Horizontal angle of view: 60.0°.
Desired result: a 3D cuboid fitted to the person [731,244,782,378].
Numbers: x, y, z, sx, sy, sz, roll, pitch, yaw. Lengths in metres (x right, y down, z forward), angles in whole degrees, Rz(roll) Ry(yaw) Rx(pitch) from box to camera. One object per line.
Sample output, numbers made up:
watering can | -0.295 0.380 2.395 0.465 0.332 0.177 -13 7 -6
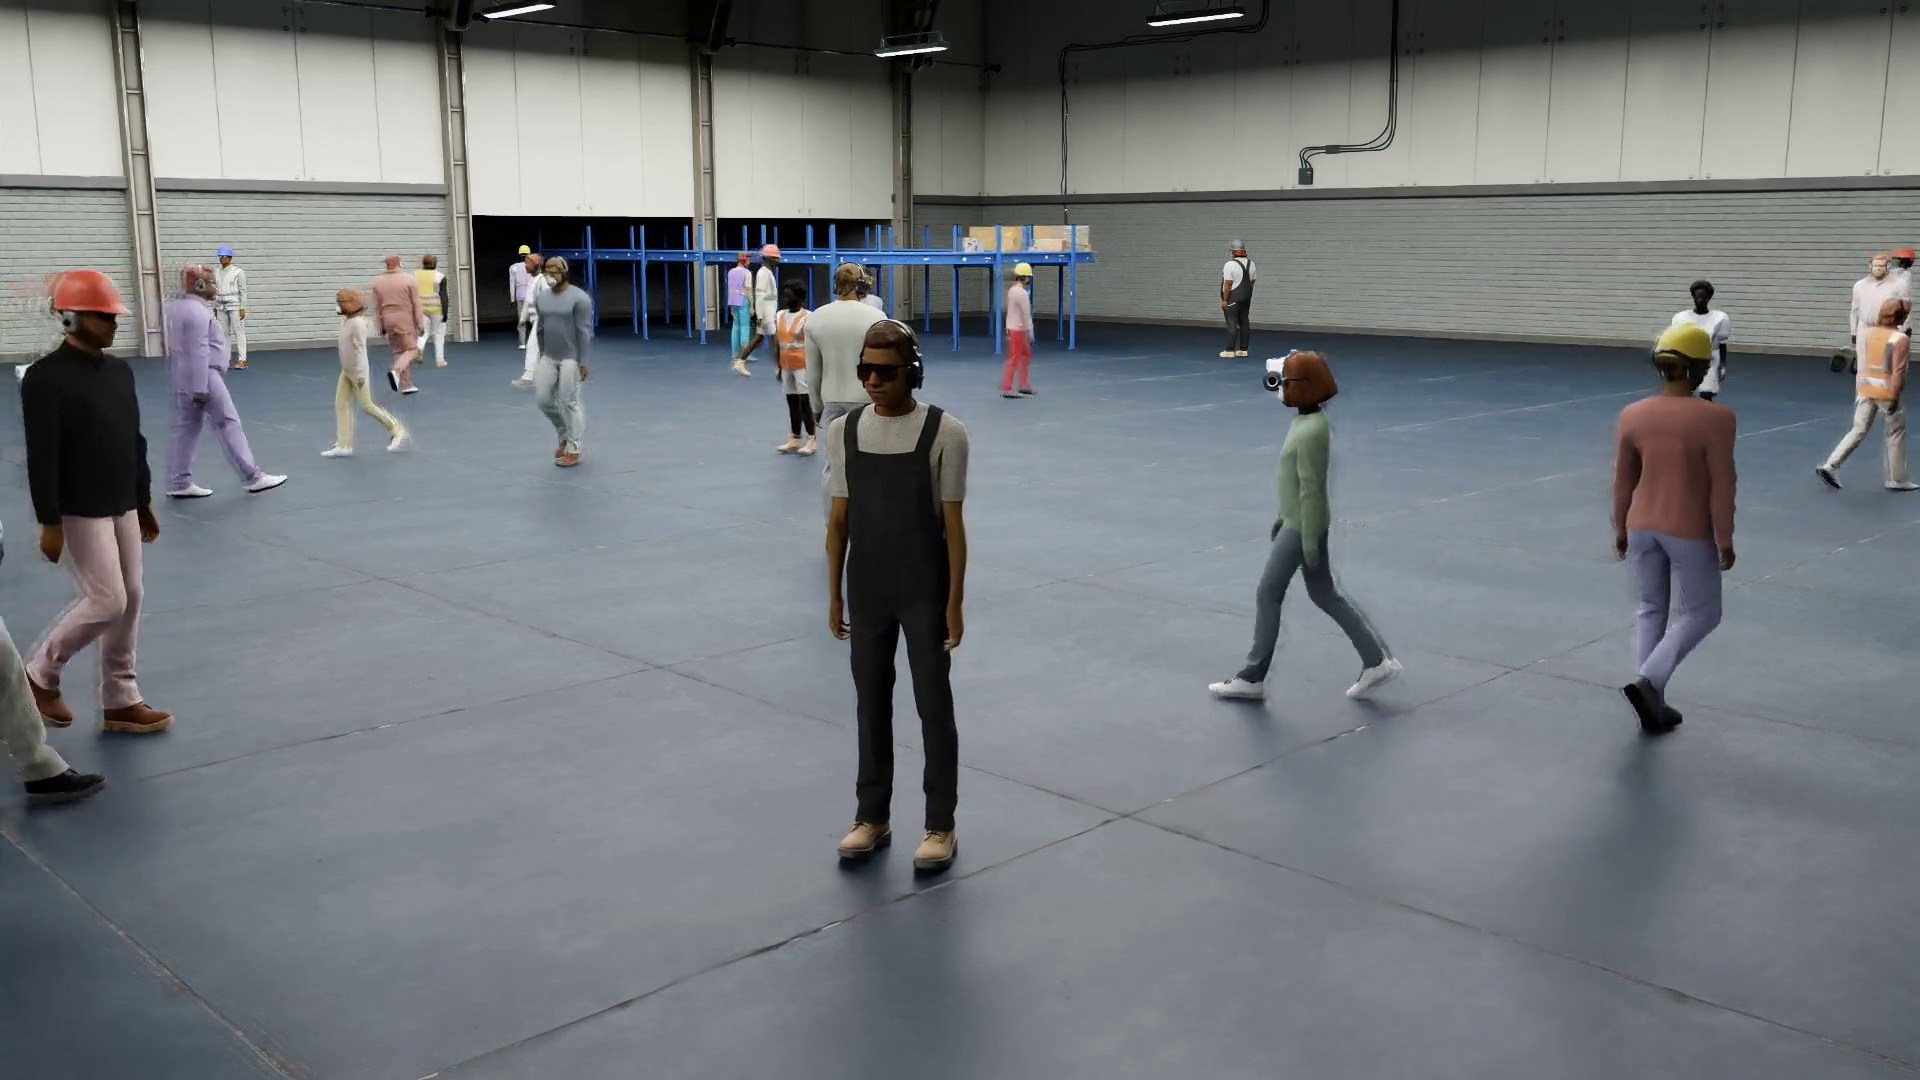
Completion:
person | -2.935 -3.402 24.748 1.037 1.994 0.612 0 10 -2

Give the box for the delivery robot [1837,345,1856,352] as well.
delivery robot | 13.972 -3.034 25.780 0.698 0.223 0.335 -2 11 -11

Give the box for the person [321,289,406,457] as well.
person | -5.803 -1.627 16.084 0.756 1.603 0.507 -9 14 -41

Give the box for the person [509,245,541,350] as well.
person | -8.057 -4.504 30.904 0.594 1.922 0.385 -3 11 -16

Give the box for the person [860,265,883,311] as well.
person | -0.990 -1.843 16.698 0.533 1.816 0.957 -4 11 -21

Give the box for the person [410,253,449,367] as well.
person | -8.507 -3.677 26.673 0.636 1.820 0.632 1 10 4

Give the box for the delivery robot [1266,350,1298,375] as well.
delivery robot | 4.592 -2.375 22.896 0.707 0.478 0.477 5 11 23

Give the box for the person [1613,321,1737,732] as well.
person | 2.967 -0.037 6.994 0.469 1.751 0.551 -7 13 -34

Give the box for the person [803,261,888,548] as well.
person | -0.737 -0.900 11.227 0.627 1.934 0.370 4 11 19

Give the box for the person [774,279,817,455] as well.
person | -1.586 -1.670 16.102 0.535 1.688 0.356 8 13 38

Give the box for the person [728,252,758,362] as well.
person | -3.669 -3.904 27.872 0.572 1.835 0.393 10 14 44

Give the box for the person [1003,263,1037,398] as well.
person | 0.843 -2.731 21.703 0.663 1.740 0.560 -3 11 -16

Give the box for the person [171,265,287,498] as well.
person | -6.021 -1.287 13.527 0.925 1.870 0.647 -8 13 -37

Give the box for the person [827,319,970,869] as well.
person | -0.214 0.184 5.582 0.506 1.842 0.333 3 11 18

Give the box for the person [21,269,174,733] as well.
person | -3.663 -0.144 7.004 0.501 1.976 0.622 1 10 6

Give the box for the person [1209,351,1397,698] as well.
person | 1.597 -0.062 7.545 0.809 1.601 0.495 3 11 16

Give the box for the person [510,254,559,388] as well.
person | -5.955 -3.032 23.093 0.880 1.850 0.599 -6 12 -29

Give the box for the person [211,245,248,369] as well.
person | -11.609 -3.695 26.420 0.605 1.951 0.380 2 11 11

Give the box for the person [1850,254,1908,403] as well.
person | 11.715 -2.706 21.237 0.655 1.881 0.838 8 13 36

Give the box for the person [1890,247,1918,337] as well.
person | 14.816 -3.650 26.252 0.435 1.920 0.574 1 10 5

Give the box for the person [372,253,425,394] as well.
person | -7.464 -2.863 22.070 0.669 1.881 0.669 2 11 13

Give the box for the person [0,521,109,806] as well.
person | -3.697 0.141 5.961 0.932 1.789 0.607 -4 11 -21

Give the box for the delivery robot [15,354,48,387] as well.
delivery robot | -12.110 -2.217 22.034 0.707 0.478 0.477 -6 12 -29

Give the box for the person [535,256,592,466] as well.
person | -3.668 -1.648 15.341 0.632 1.928 0.431 4 11 23

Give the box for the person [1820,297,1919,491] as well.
person | 7.607 -1.209 13.805 0.788 1.609 0.519 -2 11 -10

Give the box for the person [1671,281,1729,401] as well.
person | 7.153 -1.670 16.164 0.550 1.655 0.831 5 11 24

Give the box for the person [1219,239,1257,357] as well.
person | 4.802 -4.204 29.069 0.684 2.000 0.538 -7 13 -35
